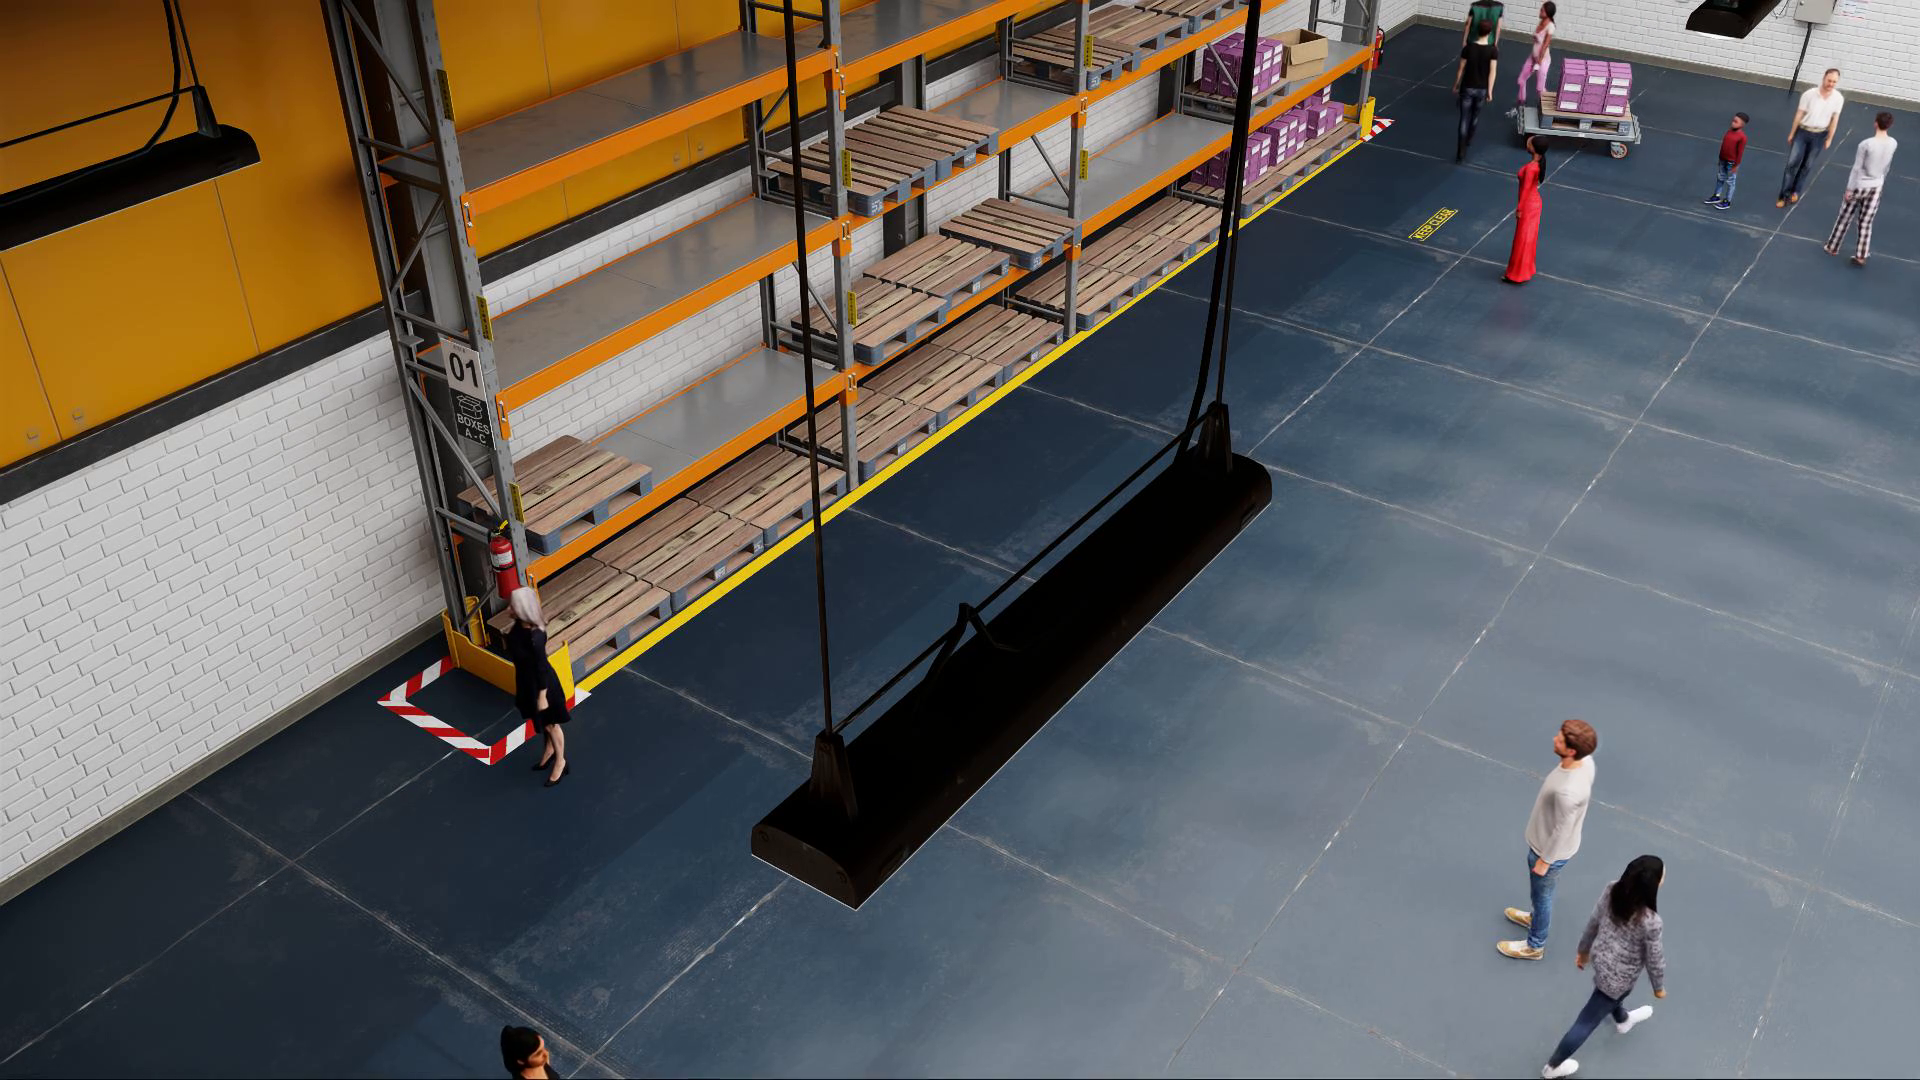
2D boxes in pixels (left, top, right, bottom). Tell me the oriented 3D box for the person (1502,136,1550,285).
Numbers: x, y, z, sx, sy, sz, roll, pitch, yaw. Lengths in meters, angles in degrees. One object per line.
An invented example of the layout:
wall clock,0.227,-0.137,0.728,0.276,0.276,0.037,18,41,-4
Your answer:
person,6.708,-3.895,19.612,0.693,1.784,0.571,19,38,26

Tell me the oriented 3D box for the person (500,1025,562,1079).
person,-2.360,3.246,9.020,0.976,1.617,1.118,5,34,7

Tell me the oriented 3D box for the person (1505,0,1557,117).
person,8.556,-6.988,24.318,0.882,1.726,0.820,-7,34,-10

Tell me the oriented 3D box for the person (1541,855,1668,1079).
person,3.826,2.596,9.932,1.190,1.689,1.053,-10,35,-14

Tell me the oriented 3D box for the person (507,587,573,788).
person,-3.096,1.063,12.187,0.702,1.747,0.687,-17,37,-24

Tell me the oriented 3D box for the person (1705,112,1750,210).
person,10.062,-4.966,21.701,0.622,1.255,0.578,-11,35,-16

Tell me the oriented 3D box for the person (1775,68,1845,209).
person,11.093,-5.274,21.652,0.746,1.823,1.032,17,37,24

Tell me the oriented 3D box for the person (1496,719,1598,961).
person,3.831,1.933,10.736,0.766,1.903,0.559,15,36,21

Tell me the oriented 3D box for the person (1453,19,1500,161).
person,7.092,-6.187,22.999,0.951,1.853,1.286,10,35,15

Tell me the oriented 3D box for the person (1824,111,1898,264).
person,10.979,-4.248,20.090,0.867,1.843,0.955,-1,34,-1

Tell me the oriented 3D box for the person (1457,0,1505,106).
person,7.714,-7.311,24.656,0.884,1.889,0.958,2,34,3
